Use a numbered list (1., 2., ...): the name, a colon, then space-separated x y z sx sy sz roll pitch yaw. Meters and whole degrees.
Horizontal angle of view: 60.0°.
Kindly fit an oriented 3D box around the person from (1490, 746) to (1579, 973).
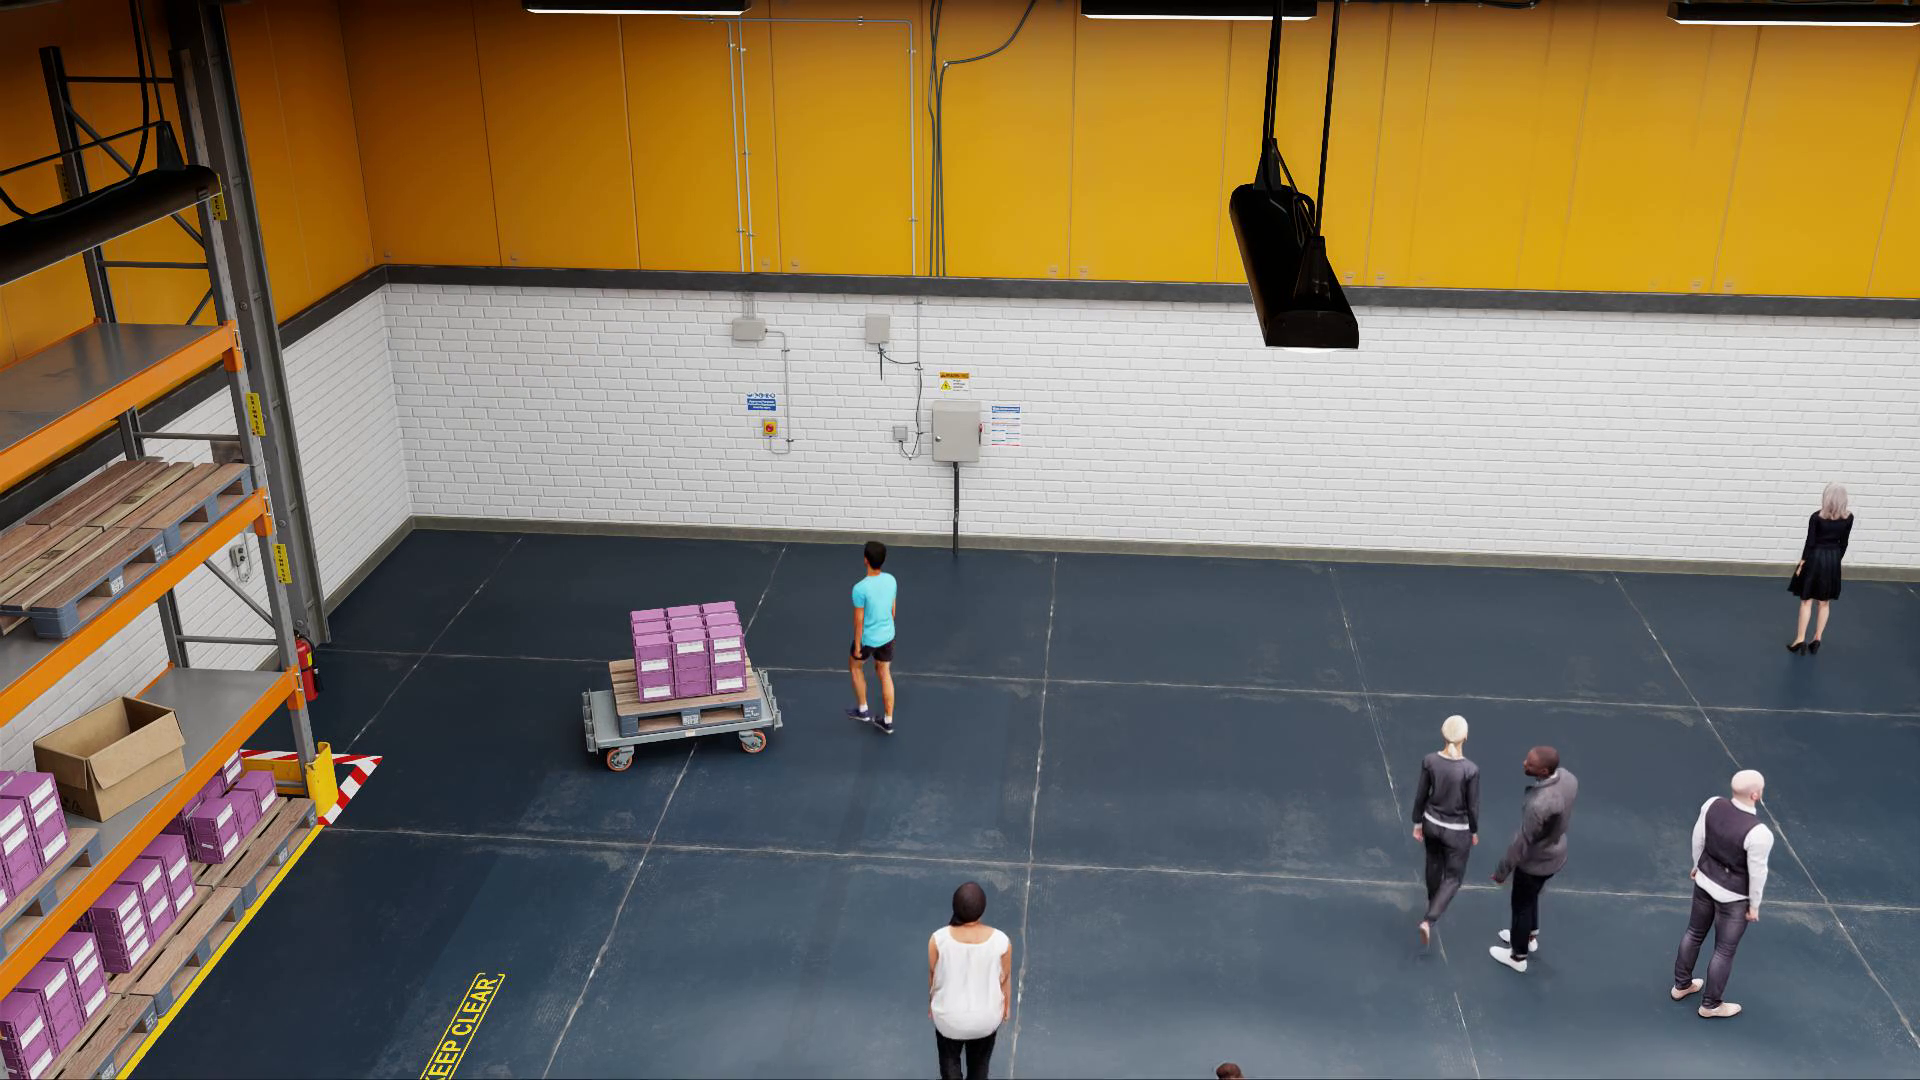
1. person: 3.971 2.195 11.325 0.821 1.807 0.920 -22 32 -40

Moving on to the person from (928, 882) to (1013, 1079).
1. person: 0.033 2.836 10.023 0.650 1.675 0.650 1 24 3

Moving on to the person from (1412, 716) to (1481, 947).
1. person: 3.424 2.059 11.769 0.940 1.701 1.080 18 29 35

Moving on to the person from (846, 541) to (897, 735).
1. person: -0.675 0.887 14.384 0.848 1.754 0.909 -18 29 -35

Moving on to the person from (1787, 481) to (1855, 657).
1. person: 8.175 0.265 15.815 0.624 1.747 0.594 -1 24 -2

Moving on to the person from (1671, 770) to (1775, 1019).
1. person: 5.055 2.321 11.018 0.840 1.822 0.715 -11 26 -23
